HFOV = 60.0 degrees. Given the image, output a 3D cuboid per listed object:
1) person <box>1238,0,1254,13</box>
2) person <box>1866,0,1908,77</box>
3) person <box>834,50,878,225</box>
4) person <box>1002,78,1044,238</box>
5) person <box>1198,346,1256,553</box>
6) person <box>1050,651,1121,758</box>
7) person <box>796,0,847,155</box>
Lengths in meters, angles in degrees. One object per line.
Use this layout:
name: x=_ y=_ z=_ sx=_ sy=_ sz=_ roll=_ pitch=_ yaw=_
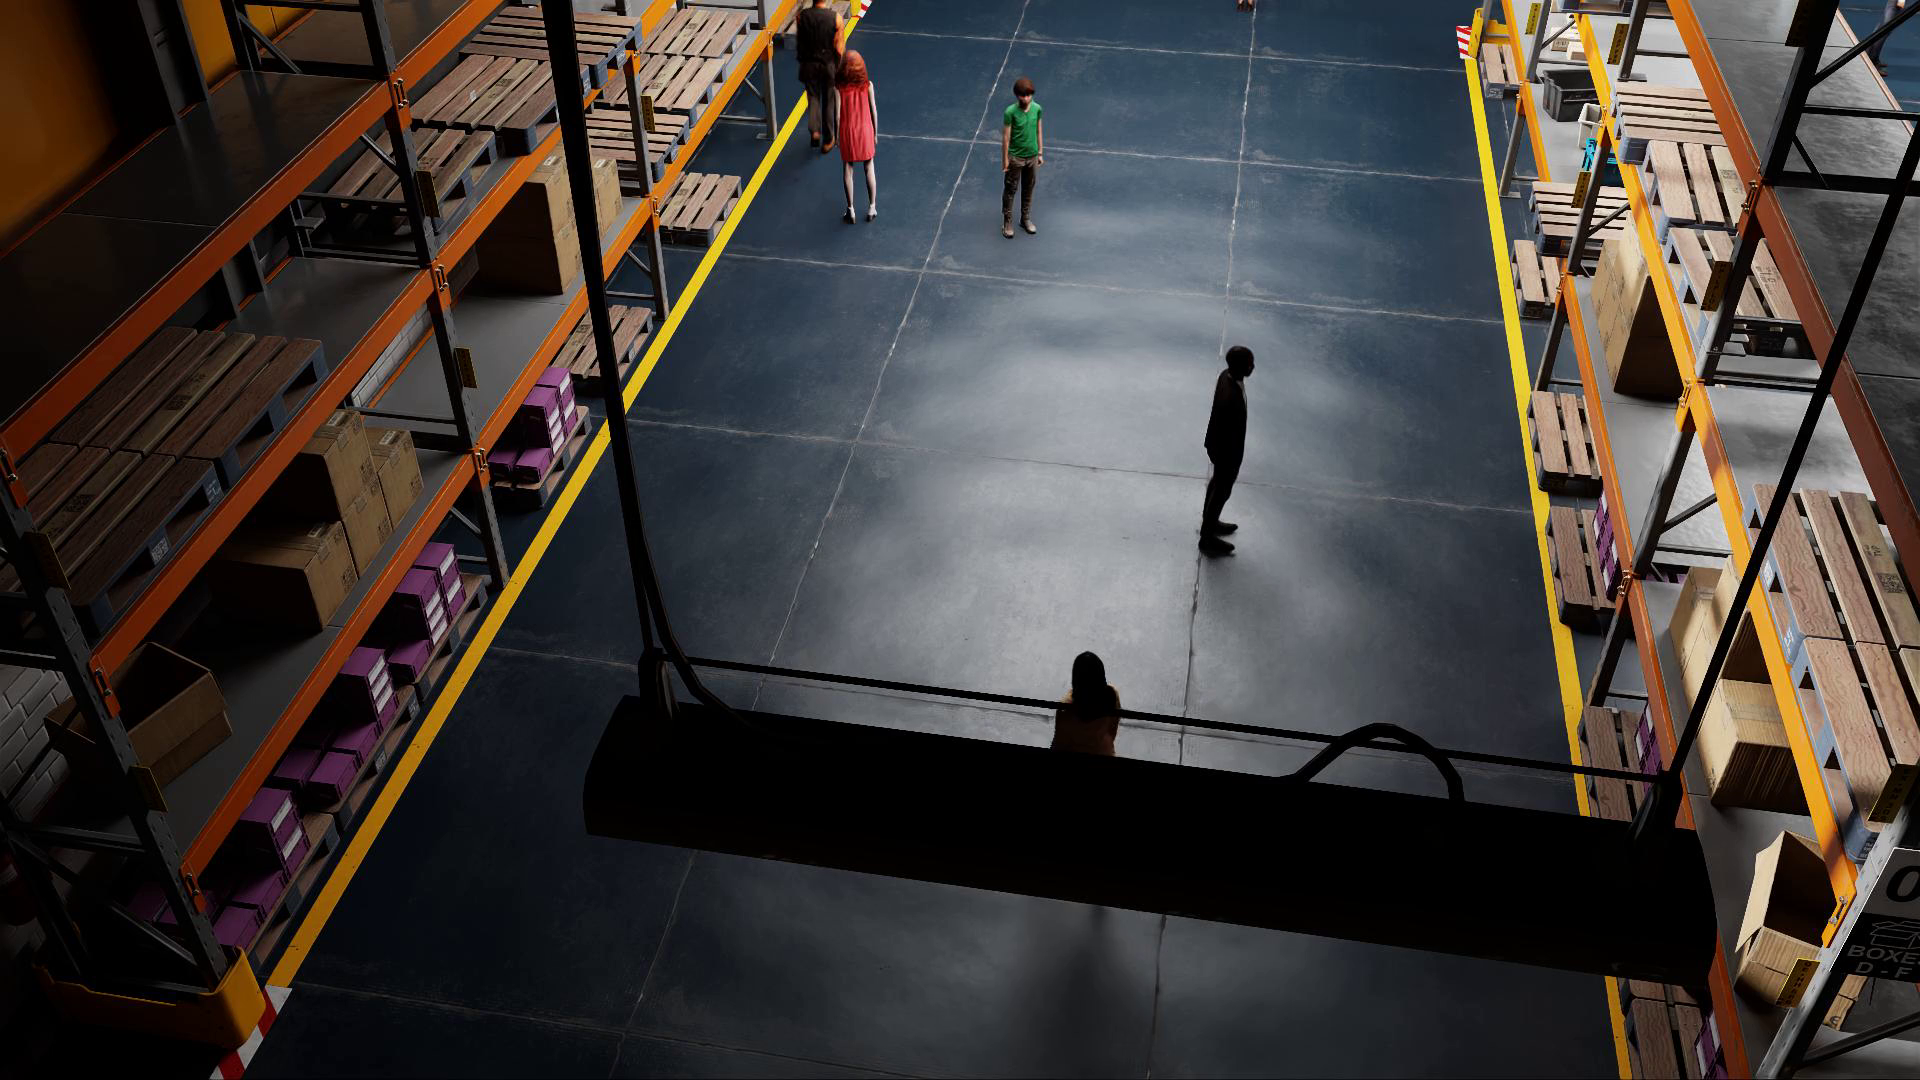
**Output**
person: x=3.766 y=-7.399 z=21.648 sx=0.432 sy=1.021 sz=0.454 roll=10 pitch=40 yaw=12
person: x=11.229 y=-6.535 z=19.886 sx=0.763 sy=1.869 sz=0.562 roll=16 pitch=41 yaw=19
person: x=-1.050 y=-4.080 z=16.846 sx=0.661 sy=1.828 sz=0.627 roll=-6 pitch=39 yaw=-8
person: x=0.618 y=-3.869 z=16.723 sx=0.674 sy=1.651 sz=0.683 roll=-13 pitch=40 yaw=-15
person: x=2.008 y=-0.697 z=12.632 sx=0.731 sy=1.800 sz=0.535 roll=3 pitch=39 yaw=4
person: x=0.802 y=1.415 z=10.121 sx=1.029 sy=1.634 sz=1.197 roll=-14 pitch=41 yaw=-17
person: x=-1.528 y=-5.076 z=18.036 sx=0.717 sy=1.899 sz=0.788 roll=4 pitch=39 yaw=5
